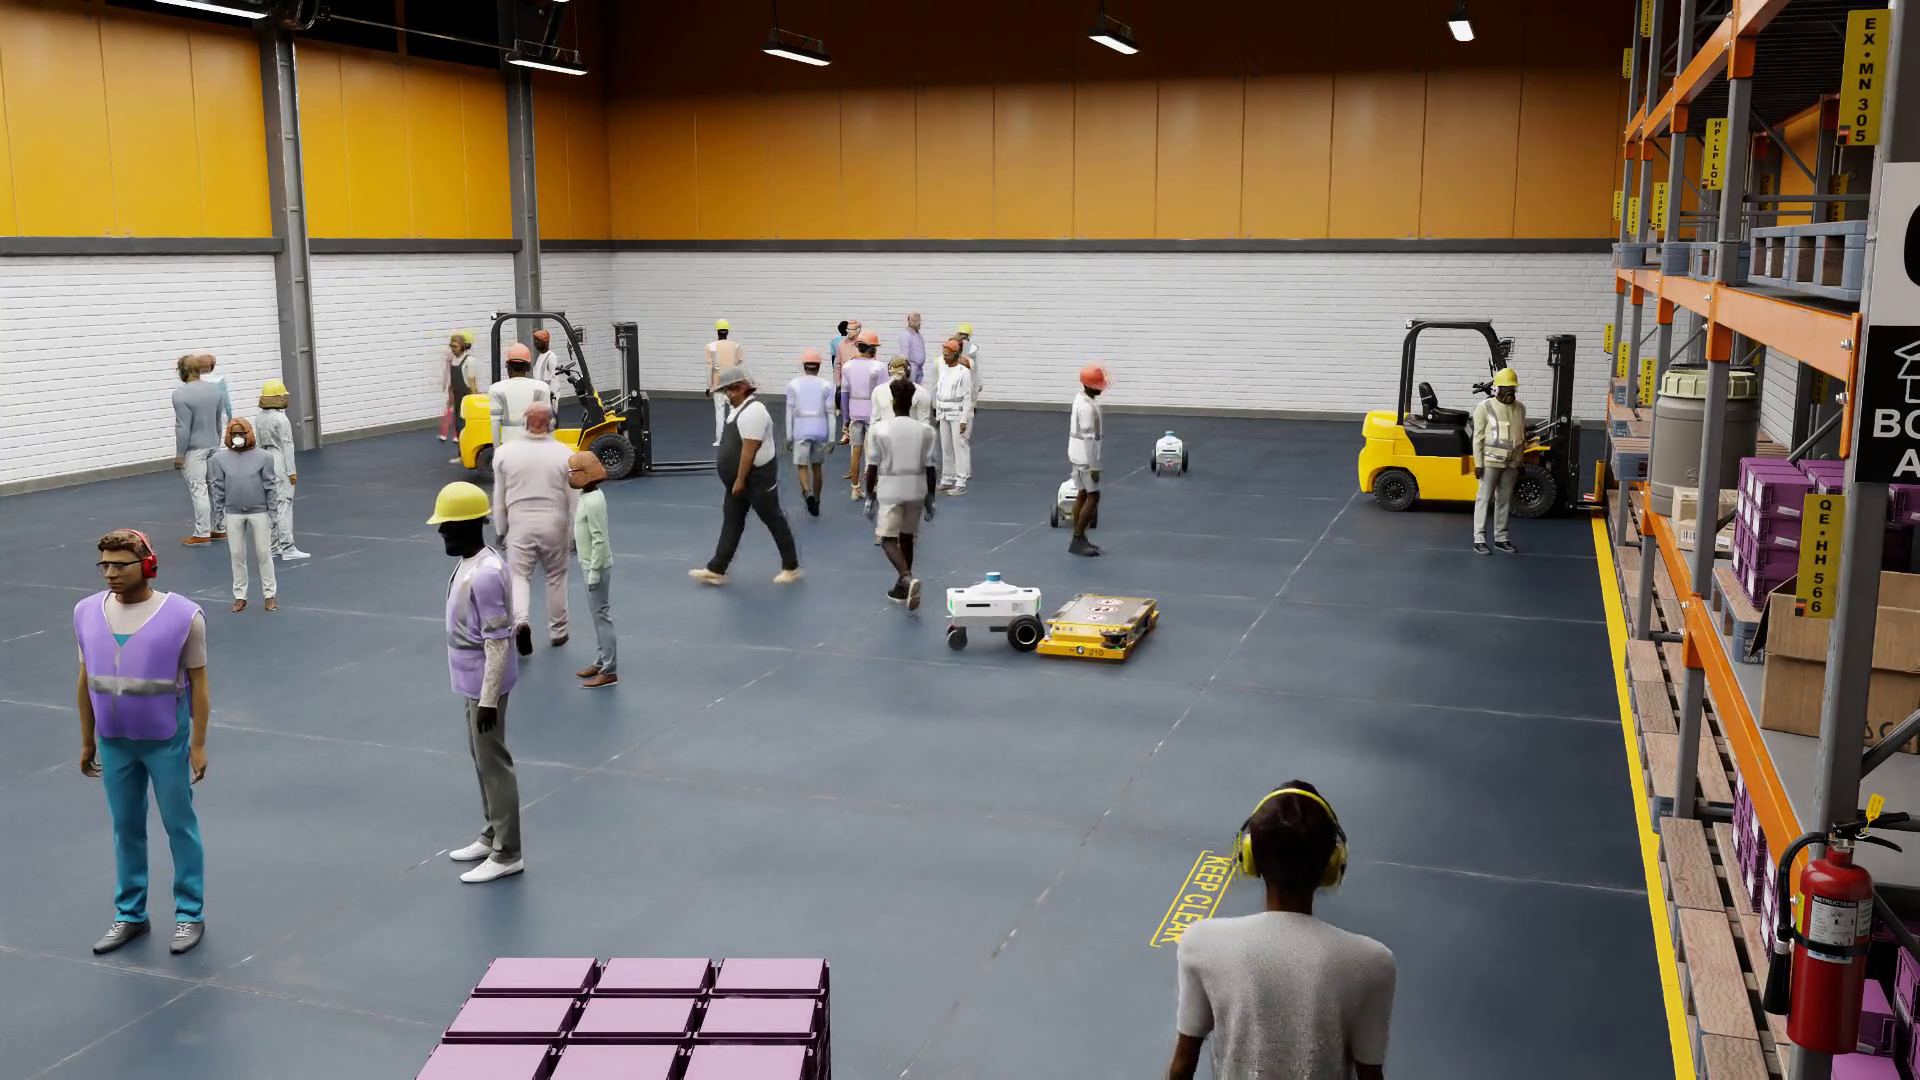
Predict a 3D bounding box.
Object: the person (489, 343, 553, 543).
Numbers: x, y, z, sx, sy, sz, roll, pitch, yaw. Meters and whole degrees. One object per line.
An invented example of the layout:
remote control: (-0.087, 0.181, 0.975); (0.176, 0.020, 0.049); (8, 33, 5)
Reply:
person: (-4.422, -0.957, 16.806); (0.607, 2.044, 0.378); (-3, 10, -15)

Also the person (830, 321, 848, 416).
person: (-2.036, -3.024, 29.421); (0.535, 1.697, 0.318); (4, 11, 19)

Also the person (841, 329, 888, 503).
person: (-1.094, -1.464, 19.661); (0.613, 2.039, 0.393); (5, 11, 24)

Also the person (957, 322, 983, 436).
person: (0.074, -2.534, 26.329); (0.617, 1.812, 0.501); (3, 10, 15)

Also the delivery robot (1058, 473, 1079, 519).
delivery robot: (1.252, -0.485, 18.069); (0.477, 0.478, 0.707); (1, 10, 7)

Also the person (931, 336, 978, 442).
person: (-0.074, -1.815, 22.257); (0.635, 1.828, 0.701); (-3, 10, -14)

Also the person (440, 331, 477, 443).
person: (-7.693, -2.353, 25.560); (0.595, 1.722, 0.447); (5, 11, 28)

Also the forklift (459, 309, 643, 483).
forklift: (-5.354, -1.902, 21.697); (2.313, 2.155, 1.214); (-2, 10, -13)

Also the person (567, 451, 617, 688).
person: (-2.532, 0.199, 11.451); (0.287, 1.631, 0.501); (-3, 10, -16)

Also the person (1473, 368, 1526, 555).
person: (5.317, -0.774, 16.361); (0.586, 1.835, 0.403); (-3, 11, -19)

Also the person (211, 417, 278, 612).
person: (-5.907, -0.209, 13.771); (0.501, 1.625, 0.282); (-2, 10, -12)

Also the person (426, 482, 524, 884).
person: (-2.312, 0.673, 7.955); (0.379, 1.923, 0.595); (-4, 11, -23)

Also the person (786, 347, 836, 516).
person: (-1.648, -1.171, 18.419); (0.564, 1.901, 0.780); (-1, 10, -8)

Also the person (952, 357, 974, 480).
person: (0.007, -1.559, 21.418); (0.364, 1.603, 0.567); (-6, 12, -32)

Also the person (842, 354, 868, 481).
person: (-1.303, -1.579, 21.462); (0.500, 1.633, 0.282); (8, 13, 38)

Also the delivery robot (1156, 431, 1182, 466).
delivery robot: (2.781, -1.198, 22.086); (0.477, 0.478, 0.707); (1, 10, 7)

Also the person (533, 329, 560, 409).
person: (-5.650, -1.931, 22.730); (0.355, 1.887, 0.574); (-6, 12, -30)

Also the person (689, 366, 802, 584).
person: (-1.902, -0.612, 14.867); (0.994, 2.000, 0.674); (-5, 11, -28)

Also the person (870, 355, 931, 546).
person: (-0.610, -0.900, 16.786); (0.629, 1.937, 0.373); (2, 10, 13)

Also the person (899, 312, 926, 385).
person: (-0.775, -2.878, 28.014); (0.403, 1.904, 0.651); (4, 11, 22)

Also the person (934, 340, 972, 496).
person: (-0.102, -1.478, 20.208); (0.355, 1.877, 0.574); (-9, 13, -40)

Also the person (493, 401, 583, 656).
person: (-3.121, -0.088, 12.348); (0.678, 1.887, 0.755); (-2, 10, -9)

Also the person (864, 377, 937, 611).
person: (-0.470, -0.375, 13.818); (0.617, 1.944, 0.828); (-4, 11, -22)

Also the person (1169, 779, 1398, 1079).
person: (0.721, 1.455, 3.845); (0.529, 1.830, 0.986); (2, 10, 11)

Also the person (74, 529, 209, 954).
person: (-3.494, 0.857, 7.150); (0.564, 1.843, 0.388); (0, 10, 3)

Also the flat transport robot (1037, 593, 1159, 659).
flat transport robot: (1.084, 0.643, 12.783); (0.652, 0.197, 1.431); (3, 10, 17)

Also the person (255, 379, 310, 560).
person: (-6.581, -0.678, 16.078); (0.485, 1.744, 0.295); (6, 12, 32)

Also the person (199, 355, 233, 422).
person: (-9.877, -1.637, 21.905); (0.535, 1.588, 0.875); (2, 10, 9)

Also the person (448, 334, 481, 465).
person: (-6.822, -1.947, 22.999); (0.548, 1.823, 0.506); (10, 14, 43)

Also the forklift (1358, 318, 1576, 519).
forklift: (5.787, -1.437, 19.079); (2.313, 2.155, 1.214); (3, 11, 19)

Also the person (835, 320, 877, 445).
person: (-1.596, -2.383, 25.221); (0.654, 1.904, 0.407); (3, 11, 17)

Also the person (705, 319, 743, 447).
person: (-3.548, -2.358, 25.018); (0.591, 1.925, 0.385); (-5, 11, -25)

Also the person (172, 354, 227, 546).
person: (-7.700, -0.907, 16.813); (0.371, 1.940, 0.627); (3, 10, 15)

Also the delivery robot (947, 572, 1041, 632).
delivery robot: (0.251, 0.488, 12.590); (0.707, 0.478, 0.477); (0, 10, -2)

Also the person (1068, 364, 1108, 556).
person: (1.218, -0.784, 16.307); (0.378, 1.890, 0.588); (-1, 10, -6)
